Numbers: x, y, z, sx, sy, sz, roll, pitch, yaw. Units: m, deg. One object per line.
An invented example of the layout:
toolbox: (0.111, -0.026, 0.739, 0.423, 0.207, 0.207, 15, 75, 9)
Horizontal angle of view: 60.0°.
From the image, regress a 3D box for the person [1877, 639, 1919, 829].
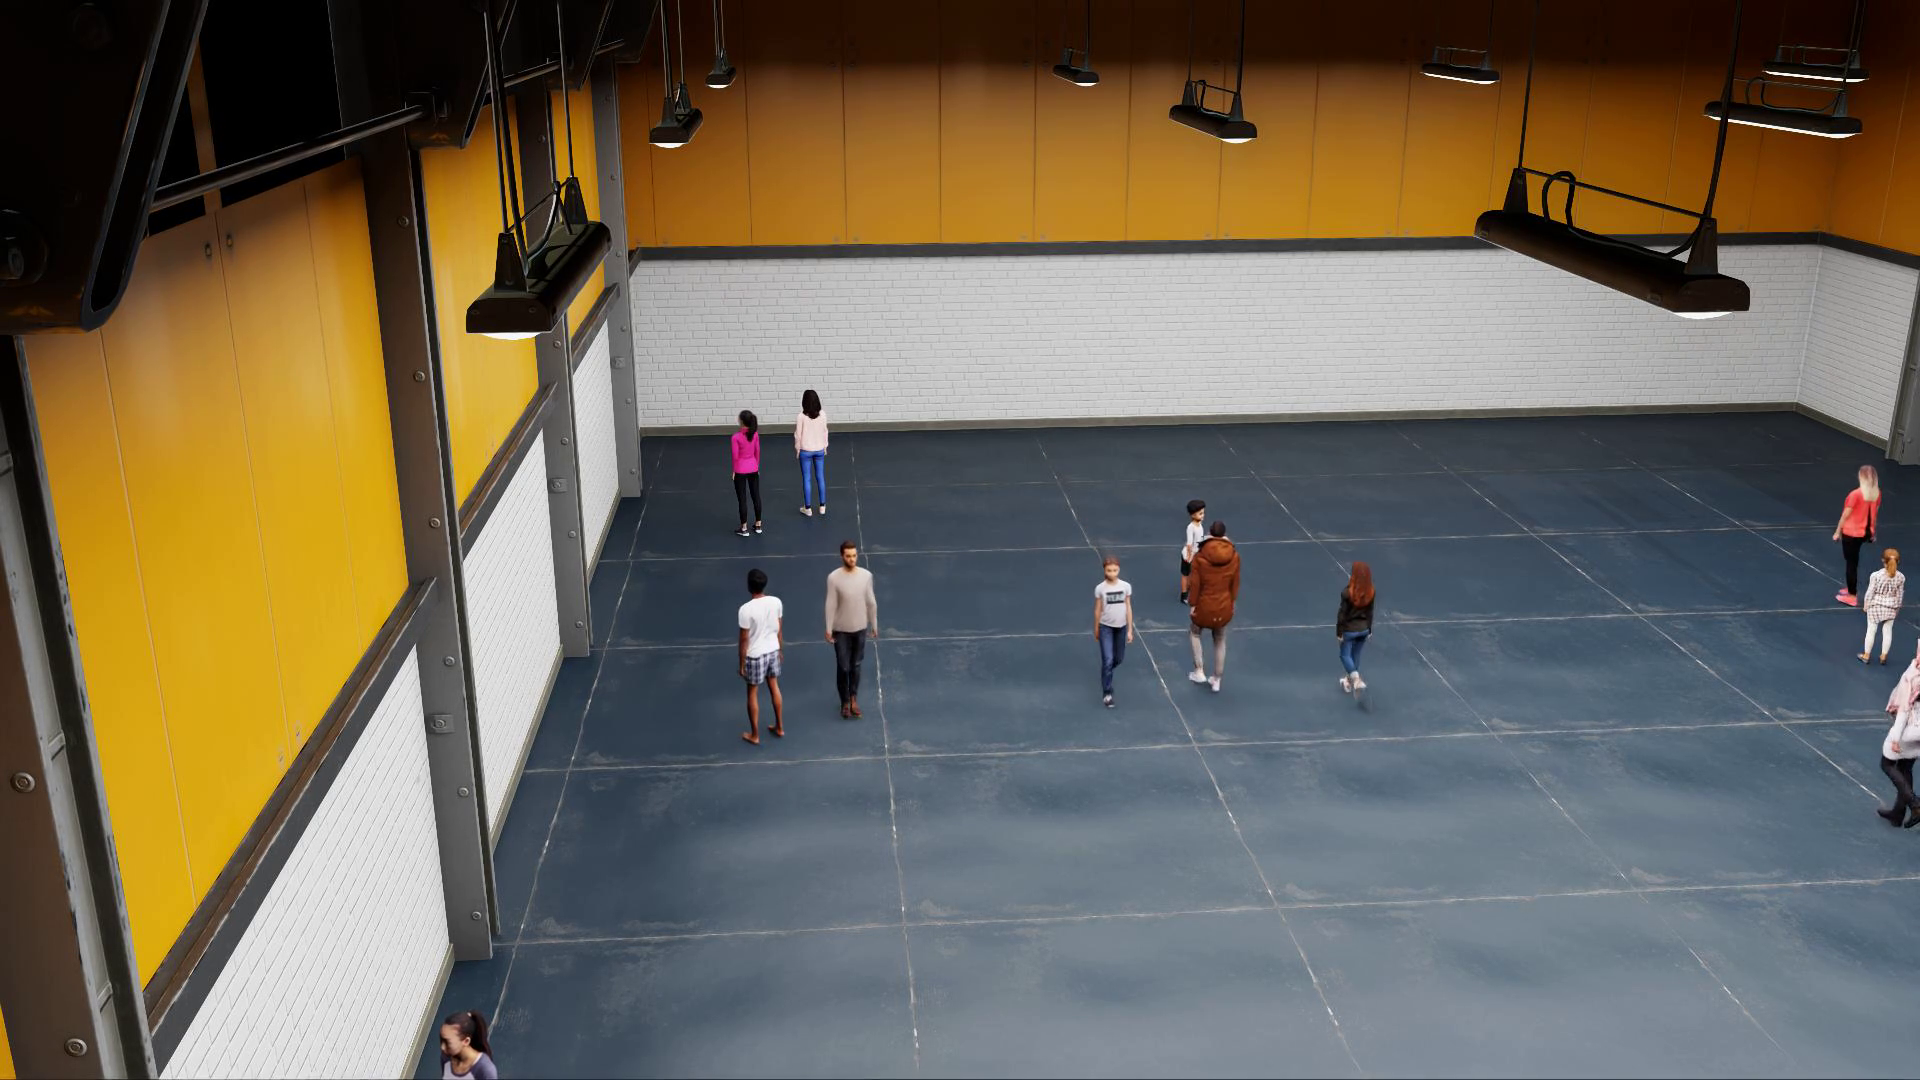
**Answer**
person: (8.244, 1.696, 14.268, 0.706, 1.791, 0.863, -5, 19, -14)

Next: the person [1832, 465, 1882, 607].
person: (10.625, -0.029, 19.562, 0.682, 1.682, 0.709, -8, 20, -22)

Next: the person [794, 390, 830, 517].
person: (-2.041, -1.215, 22.946, 0.704, 1.769, 0.654, -8, 20, -22)

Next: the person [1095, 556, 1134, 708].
person: (1.557, 0.886, 17.068, 0.575, 1.539, 0.949, -3, 19, -8)

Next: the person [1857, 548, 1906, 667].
person: (9.955, 0.713, 17.935, 0.589, 1.312, 0.604, 4, 19, 12)

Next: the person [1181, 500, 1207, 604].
person: (2.745, 0.121, 19.781, 0.658, 1.256, 0.590, 11, 22, 30)

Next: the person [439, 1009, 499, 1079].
person: (-2.748, 3.395, 9.450, 0.662, 1.646, 0.704, 12, 22, 33)

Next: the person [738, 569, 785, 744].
person: (-1.921, 1.116, 16.091, 0.724, 1.727, 0.731, -14, 23, -36)

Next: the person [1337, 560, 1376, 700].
person: (4.074, 0.931, 17.044, 0.667, 1.469, 0.873, -5, 19, -15)

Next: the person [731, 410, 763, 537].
person: (-2.838, -0.905, 22.140, 0.684, 1.695, 0.719, -14, 23, -36)

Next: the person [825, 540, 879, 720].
person: (-1.130, 0.861, 16.637, 0.749, 1.861, 0.714, -8, 20, -23)

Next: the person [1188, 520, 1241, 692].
person: (2.627, 0.710, 17.147, 0.721, 1.822, 0.708, -3, 19, -8)
